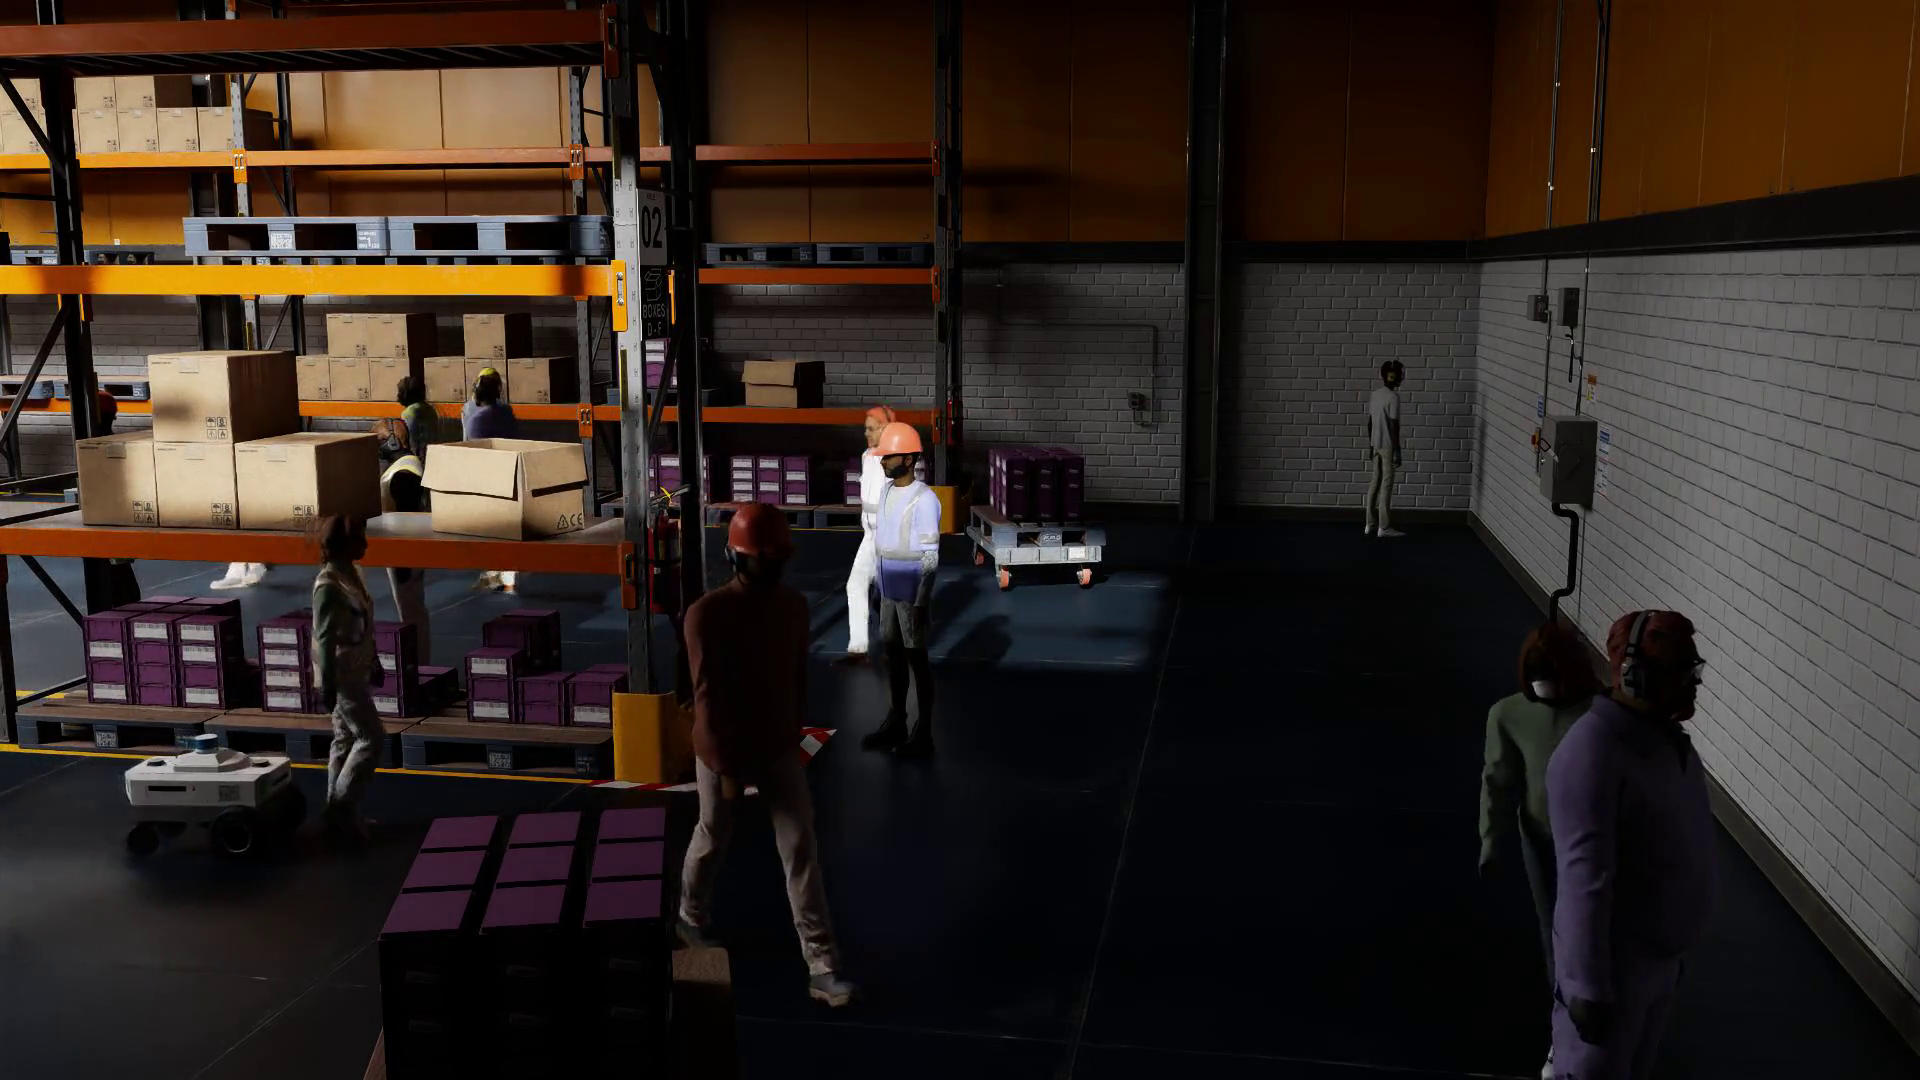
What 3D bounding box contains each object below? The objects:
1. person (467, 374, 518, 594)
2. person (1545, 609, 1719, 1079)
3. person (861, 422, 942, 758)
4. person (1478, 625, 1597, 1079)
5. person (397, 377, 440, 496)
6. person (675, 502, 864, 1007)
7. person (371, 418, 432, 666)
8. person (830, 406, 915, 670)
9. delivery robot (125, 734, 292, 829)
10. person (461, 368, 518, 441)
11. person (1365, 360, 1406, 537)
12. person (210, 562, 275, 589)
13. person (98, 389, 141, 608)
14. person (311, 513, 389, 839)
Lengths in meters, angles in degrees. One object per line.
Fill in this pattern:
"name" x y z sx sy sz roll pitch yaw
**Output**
"person" -4.083 -0.469 14.360 0.524 1.917 0.650 3 10 20
"person" 1.823 1.126 4.509 0.404 1.911 0.636 8 12 40
"person" -0.339 0.286 9.628 0.355 1.939 0.543 -7 11 -36
"person" 2.104 1.069 5.849 0.513 1.574 0.748 5 10 29
"person" -5.168 -0.668 15.988 0.933 1.808 0.645 1 9 7
"person" -0.815 0.800 6.490 0.587 1.937 1.067 -7 11 -37
"person" -3.738 0.098 11.121 0.429 1.837 0.626 -4 10 -23
"person" -0.603 0.009 11.553 0.772 1.859 0.594 -7 11 -37
"delivery robot" -3.634 1.183 8.050 0.707 0.478 0.477 0 9 2
"person" -4.733 -0.829 16.869 0.589 1.833 0.404 3 10 16
"person" 4.514 -0.965 17.618 0.323 1.865 0.518 -3 10 -18
"person" -6.416 -0.538 14.606 0.492 1.982 0.634 -4 10 -21
"person" -6.320 -0.151 12.338 0.543 1.939 0.360 9 13 44
"person" -3.007 0.675 8.199 0.394 1.625 0.522 -2 9 -11
